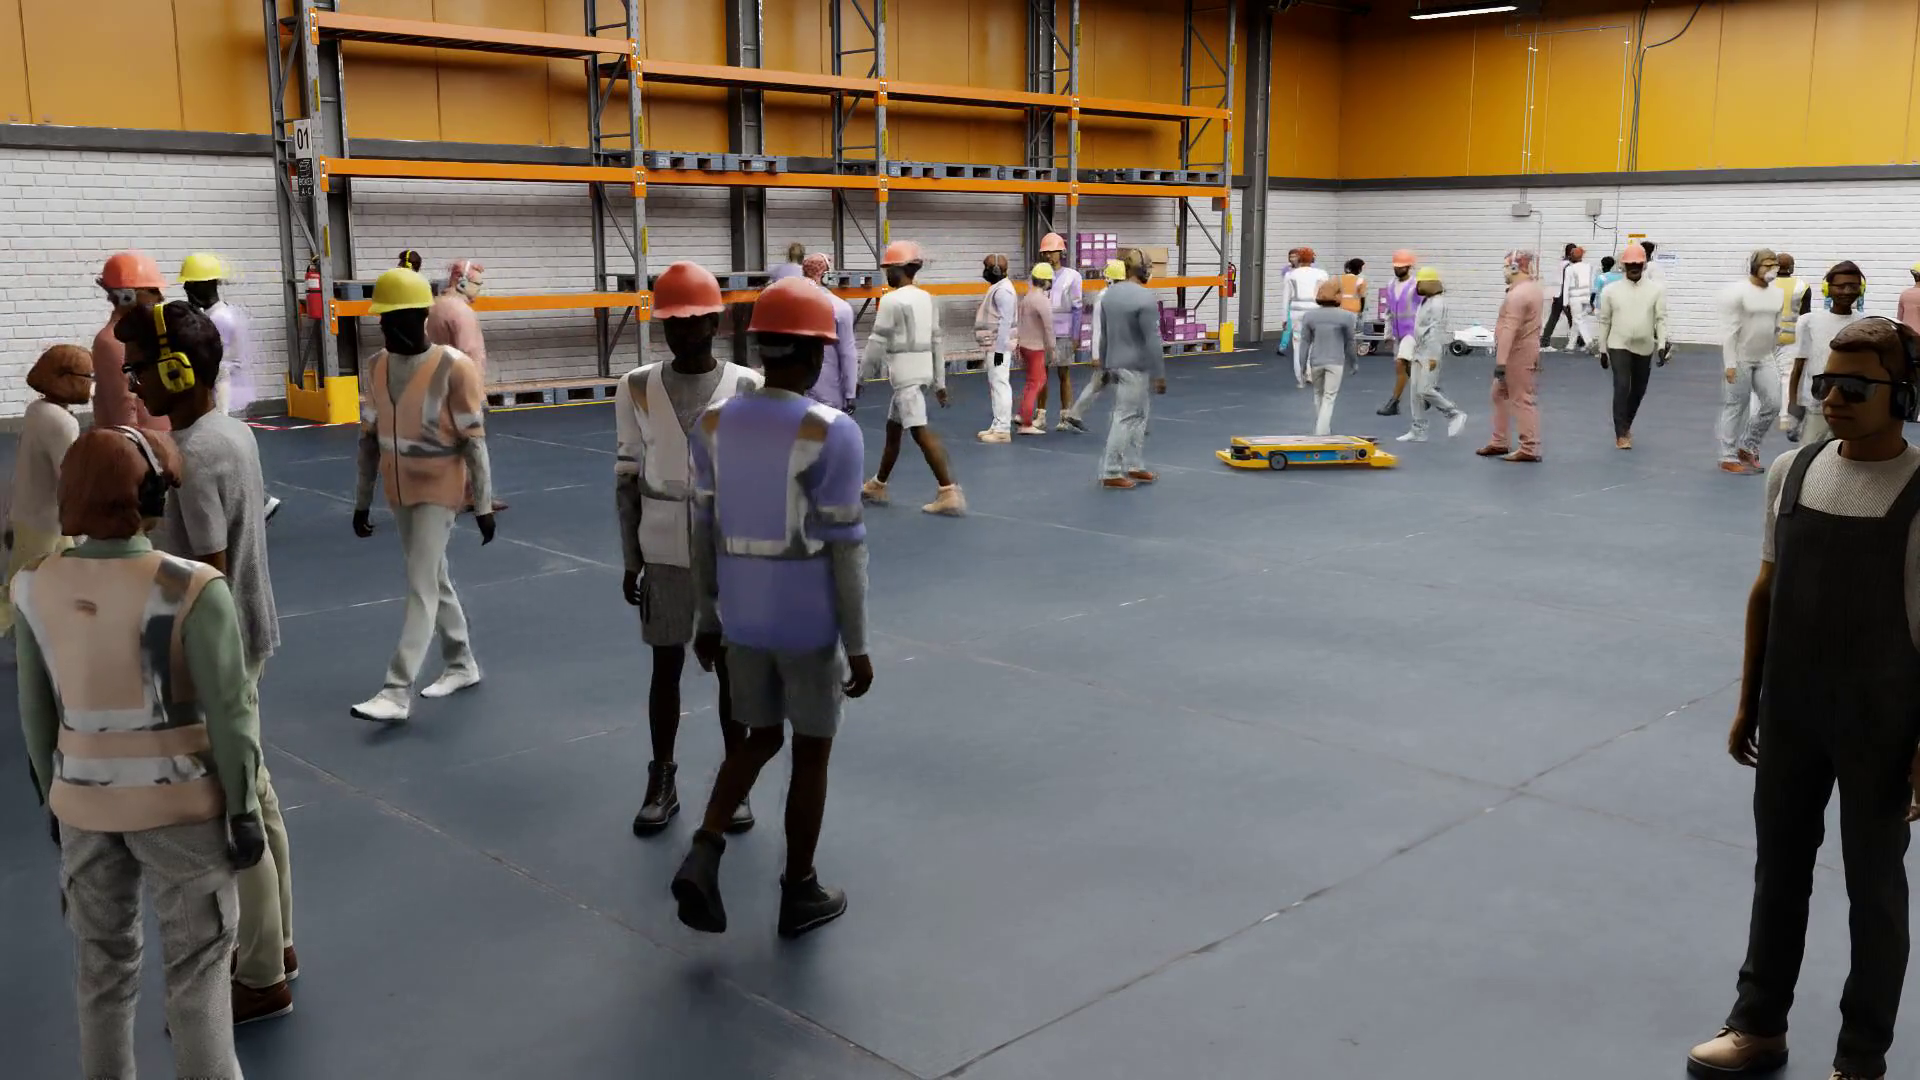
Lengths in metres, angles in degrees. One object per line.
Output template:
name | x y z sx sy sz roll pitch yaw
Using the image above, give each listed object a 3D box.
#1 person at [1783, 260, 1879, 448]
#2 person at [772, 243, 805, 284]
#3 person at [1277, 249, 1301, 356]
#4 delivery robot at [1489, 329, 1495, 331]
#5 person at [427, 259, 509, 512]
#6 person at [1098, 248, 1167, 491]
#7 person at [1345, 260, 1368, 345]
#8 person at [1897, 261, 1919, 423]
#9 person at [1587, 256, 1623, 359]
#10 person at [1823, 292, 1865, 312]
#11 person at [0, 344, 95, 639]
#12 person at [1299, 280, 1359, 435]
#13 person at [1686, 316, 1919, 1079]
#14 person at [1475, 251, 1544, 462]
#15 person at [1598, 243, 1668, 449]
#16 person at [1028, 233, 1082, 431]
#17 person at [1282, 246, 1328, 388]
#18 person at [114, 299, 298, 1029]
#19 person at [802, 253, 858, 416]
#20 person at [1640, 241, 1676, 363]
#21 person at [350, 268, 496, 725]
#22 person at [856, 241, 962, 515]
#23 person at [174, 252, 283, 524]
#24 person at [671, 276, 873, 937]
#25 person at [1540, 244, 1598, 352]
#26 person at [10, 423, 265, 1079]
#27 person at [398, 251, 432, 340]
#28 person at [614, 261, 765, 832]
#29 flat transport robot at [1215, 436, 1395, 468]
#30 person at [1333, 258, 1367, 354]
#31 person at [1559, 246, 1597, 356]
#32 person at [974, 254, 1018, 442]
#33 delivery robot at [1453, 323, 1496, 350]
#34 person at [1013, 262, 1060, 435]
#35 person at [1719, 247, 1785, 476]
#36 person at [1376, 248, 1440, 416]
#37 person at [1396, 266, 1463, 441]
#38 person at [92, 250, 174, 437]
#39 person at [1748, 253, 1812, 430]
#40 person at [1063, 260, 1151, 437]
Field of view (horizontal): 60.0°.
person | 5.374 -0.780 10.266 0.531 1.868 0.310 2 11 9
person | -2.093 -2.824 21.255 0.660 1.920 0.519 9 14 40
person | 5.677 -3.995 28.032 0.579 1.788 0.994 6 12 30
delivery robot | 9.220 -3.450 28.154 0.477 0.478 0.707 -1 10 -5
person | -3.647 -1.062 11.840 0.793 1.861 0.654 -6 12 -29
person | 1.438 -1.347 13.226 0.748 1.908 0.646 -5 12 -27
person | 6.884 -4.111 29.171 0.527 1.585 0.556 3 11 16
person | 10.390 -2.158 18.065 0.312 1.768 0.529 -2 11 -10
person | 10.614 -3.820 27.339 0.563 1.668 0.465 -4 11 -22
person | 12.253 -3.016 23.090 0.524 1.636 0.308 2 11 12
person | -3.982 -0.055 7.158 0.914 1.562 0.505 -7 13 -35
person | 3.516 -1.651 15.777 0.507 1.597 0.803 6 12 31
person | 2.011 0.416 3.807 0.345 1.847 0.504 -7 12 -32
person | 4.917 -1.647 14.962 0.741 1.873 0.684 6 12 30
person | 6.472 -1.882 16.062 0.603 1.957 0.957 2 11 11
person | 0.957 -2.143 17.226 0.607 2.044 0.378 4 11 22
person | 4.591 -2.969 22.189 0.604 1.870 0.494 2 11 9
person | -1.919 0.326 4.253 0.327 1.865 0.521 -2 11 -13
person | -1.015 -1.079 11.823 0.654 1.900 0.397 4 11 22
person | 10.823 -3.723 26.129 0.617 1.945 0.819 -10 14 -44
person | -2.334 -0.186 7.000 0.614 1.882 0.892 5 12 28
person | -0.395 -1.181 12.171 1.083 1.985 0.614 5 12 27
person | -4.782 -0.899 10.787 0.465 1.911 0.618 -4 11 -21
person | -0.531 0.225 4.667 0.577 1.914 0.586 6 12 30
person | 10.597 -4.199 28.914 1.003 1.862 0.610 1 10 4
person | -1.712 0.576 3.505 0.519 1.637 0.309 2 11 9
person | -5.809 -2.158 17.823 0.332 1.860 0.523 2 11 10
person | -0.885 0.038 5.615 0.547 1.938 0.377 0 10 0
flat transport robot | 3.033 -0.786 14.657 1.431 0.197 0.652 -1 10 -5
person | 6.248 -3.677 26.645 0.555 1.652 0.693 7 12 32
person | 10.528 -4.044 28.160 0.587 1.847 0.926 -4 11 -20
person | 0.353 -1.883 16.355 0.429 1.842 0.635 -1 10 -4
delivery robot | 8.650 -3.395 27.856 0.707 0.478 0.477 6 12 31
person | 0.780 -1.931 16.879 0.417 1.750 0.529 -3 11 -17
person | 6.654 -1.486 13.990 0.633 1.920 0.467 -3 11 -15
person | 5.112 -2.363 18.846 0.899 1.894 0.573 -6 12 -29
person | 4.624 -1.814 16.291 0.533 1.725 0.495 -1 10 -6
person | -4.017 -0.395 7.945 0.945 1.964 0.635 -3 11 -14
person | 8.524 -2.067 17.366 0.632 1.840 0.429 6 12 31
person | 1.462 -1.924 16.787 0.903 1.777 0.605 3 11 16
